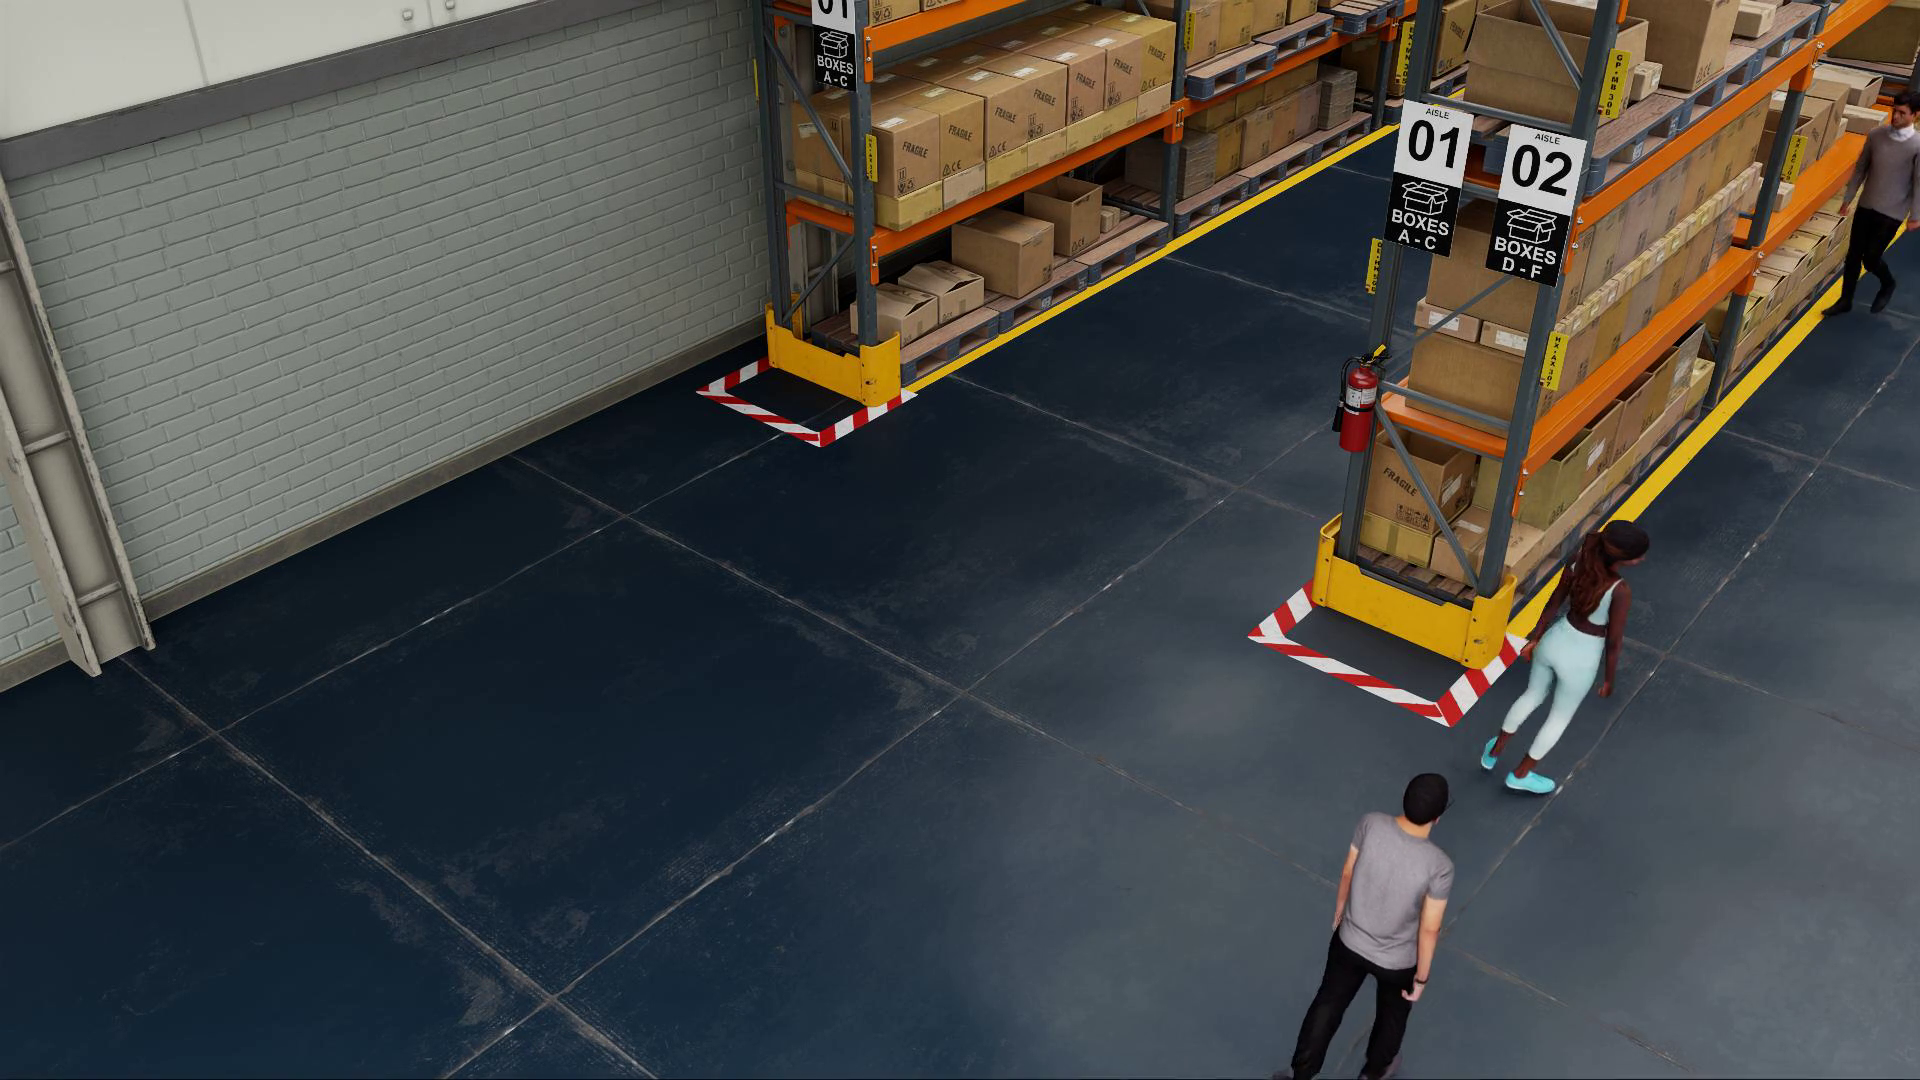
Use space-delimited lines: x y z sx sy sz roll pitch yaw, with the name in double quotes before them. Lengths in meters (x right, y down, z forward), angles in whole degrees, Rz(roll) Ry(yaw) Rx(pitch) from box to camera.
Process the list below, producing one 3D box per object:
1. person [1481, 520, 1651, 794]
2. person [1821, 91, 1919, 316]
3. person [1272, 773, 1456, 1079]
"person" 3.075 0.613 8.551 0.801 1.690 0.824 -24 40 -32
"person" 7.518 -2.699 13.447 1.004 1.903 0.950 -13 35 -19
"person" 1.689 1.695 6.852 0.665 1.728 0.852 21 39 29
